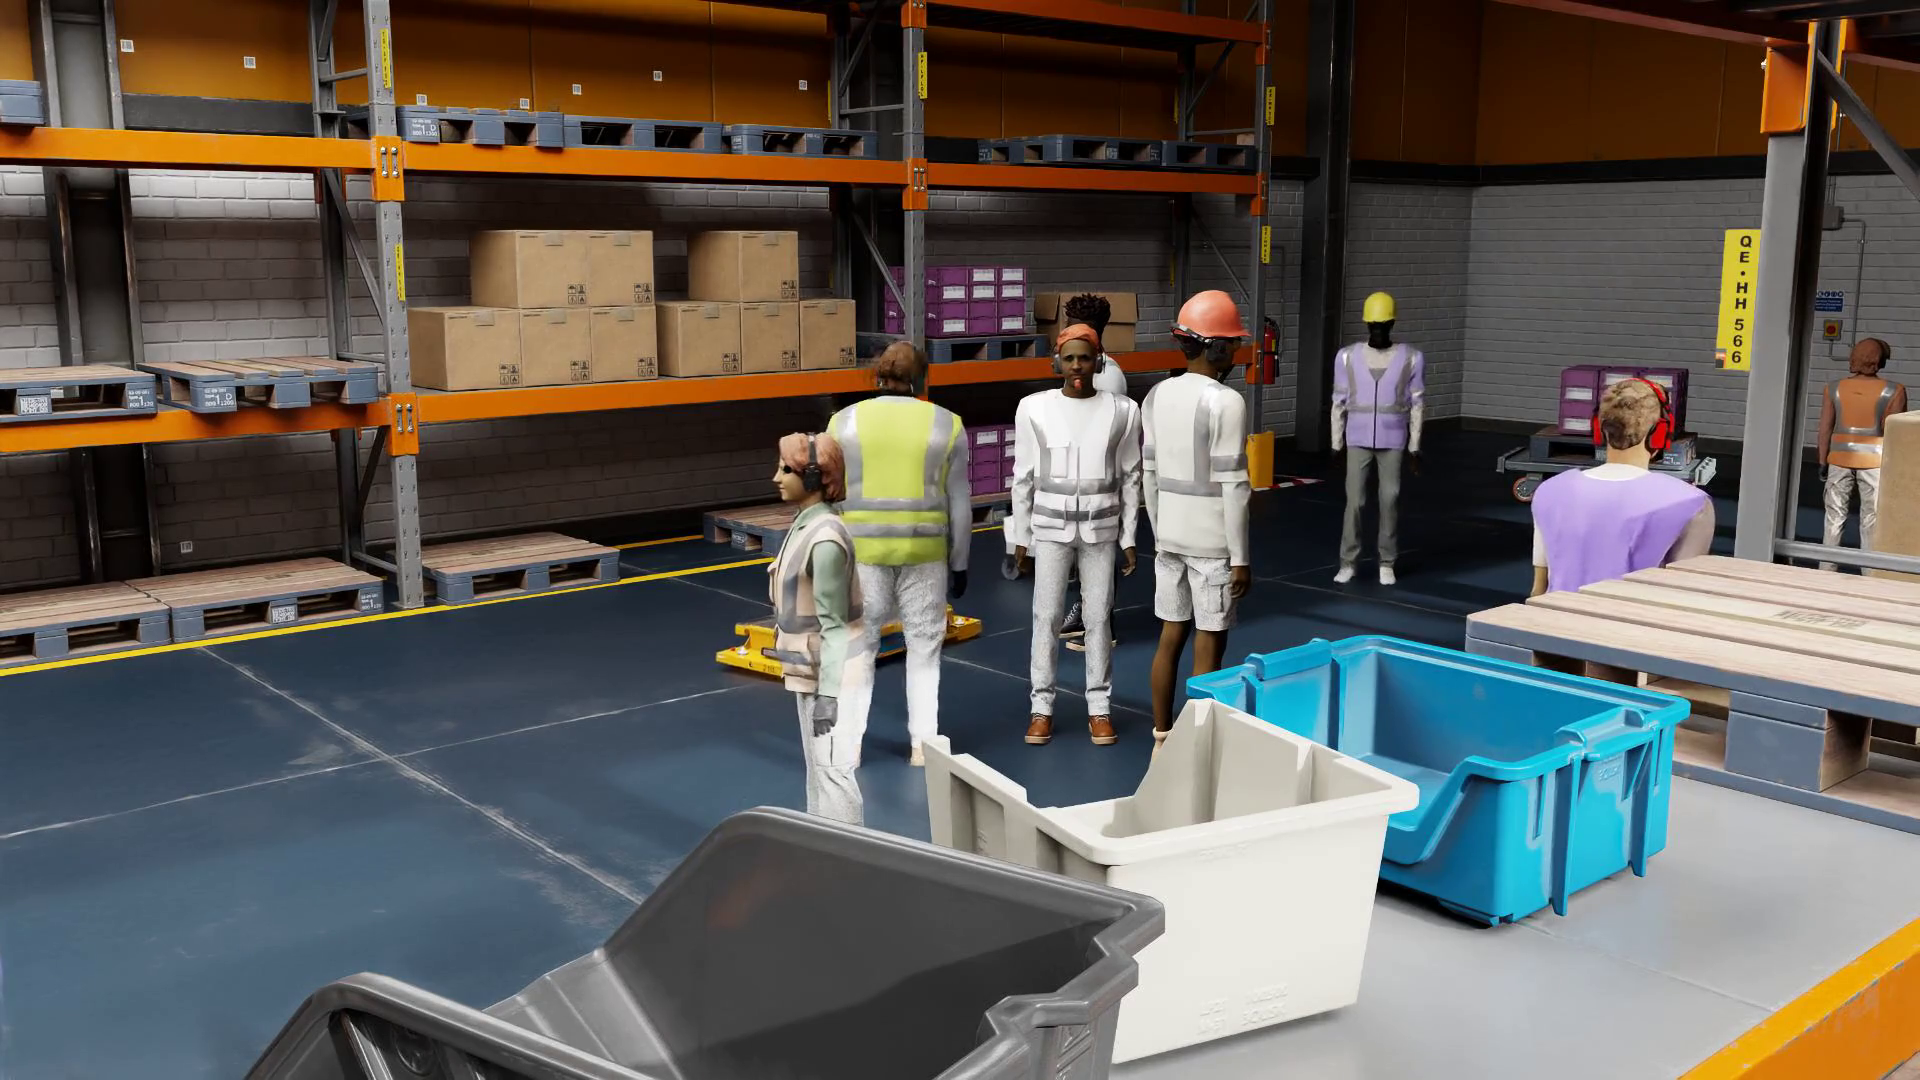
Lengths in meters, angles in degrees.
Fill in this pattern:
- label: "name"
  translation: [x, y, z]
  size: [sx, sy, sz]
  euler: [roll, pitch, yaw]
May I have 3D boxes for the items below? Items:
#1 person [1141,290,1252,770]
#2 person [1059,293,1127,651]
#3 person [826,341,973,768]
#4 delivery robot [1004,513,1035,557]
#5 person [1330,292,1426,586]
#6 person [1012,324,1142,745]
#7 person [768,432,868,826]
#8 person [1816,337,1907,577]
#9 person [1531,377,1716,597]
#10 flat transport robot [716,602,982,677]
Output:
- label: "person"
  translation: [0.999, 0.003, 6.863]
  size: [0.375, 2.044, 0.604]
  euler: [-6, 12, -30]
- label: "person"
  translation: [0.708, -0.376, 9.205]
  size: [0.368, 1.966, 0.603]
  euler: [-3, 11, -17]
- label: "person"
  translation: [-0.301, 0.075, 7.136]
  size: [0.715, 1.830, 0.461]
  euler: [0, 10, 3]
- label: "delivery robot"
  translation: [0.645, -0.035, 10.983]
  size: [0.707, 0.478, 0.477]
  euler: [7, 12, 34]
- label: "person"
  translation: [2.718, -0.653, 10.877]
  size: [0.593, 1.925, 0.385]
  euler: [3, 11, 18]
- label: "person"
  translation: [0.517, -0.017, 7.429]
  size: [0.574, 1.883, 0.356]
  euler: [0, 10, 1]
- label: "person"
  translation: [-0.459, 0.461, 5.429]
  size: [0.314, 1.641, 0.515]
  euler: [-2, 10, -12]
- label: "person"
  translation: [5.729, -0.462, 10.598]
  size: [0.314, 1.642, 0.514]
  euler: [-9, 14, -43]
- label: "person"
  translation: [1.979, 0.428, 5.083]
  size: [0.388, 1.837, 0.565]
  euler: [-8, 13, -38]
- label: "flat transport robot"
  translation: [-0.579, 0.497, 9.061]
  size: [0.652, 0.197, 1.431]
  euler: [8, 13, 39]
